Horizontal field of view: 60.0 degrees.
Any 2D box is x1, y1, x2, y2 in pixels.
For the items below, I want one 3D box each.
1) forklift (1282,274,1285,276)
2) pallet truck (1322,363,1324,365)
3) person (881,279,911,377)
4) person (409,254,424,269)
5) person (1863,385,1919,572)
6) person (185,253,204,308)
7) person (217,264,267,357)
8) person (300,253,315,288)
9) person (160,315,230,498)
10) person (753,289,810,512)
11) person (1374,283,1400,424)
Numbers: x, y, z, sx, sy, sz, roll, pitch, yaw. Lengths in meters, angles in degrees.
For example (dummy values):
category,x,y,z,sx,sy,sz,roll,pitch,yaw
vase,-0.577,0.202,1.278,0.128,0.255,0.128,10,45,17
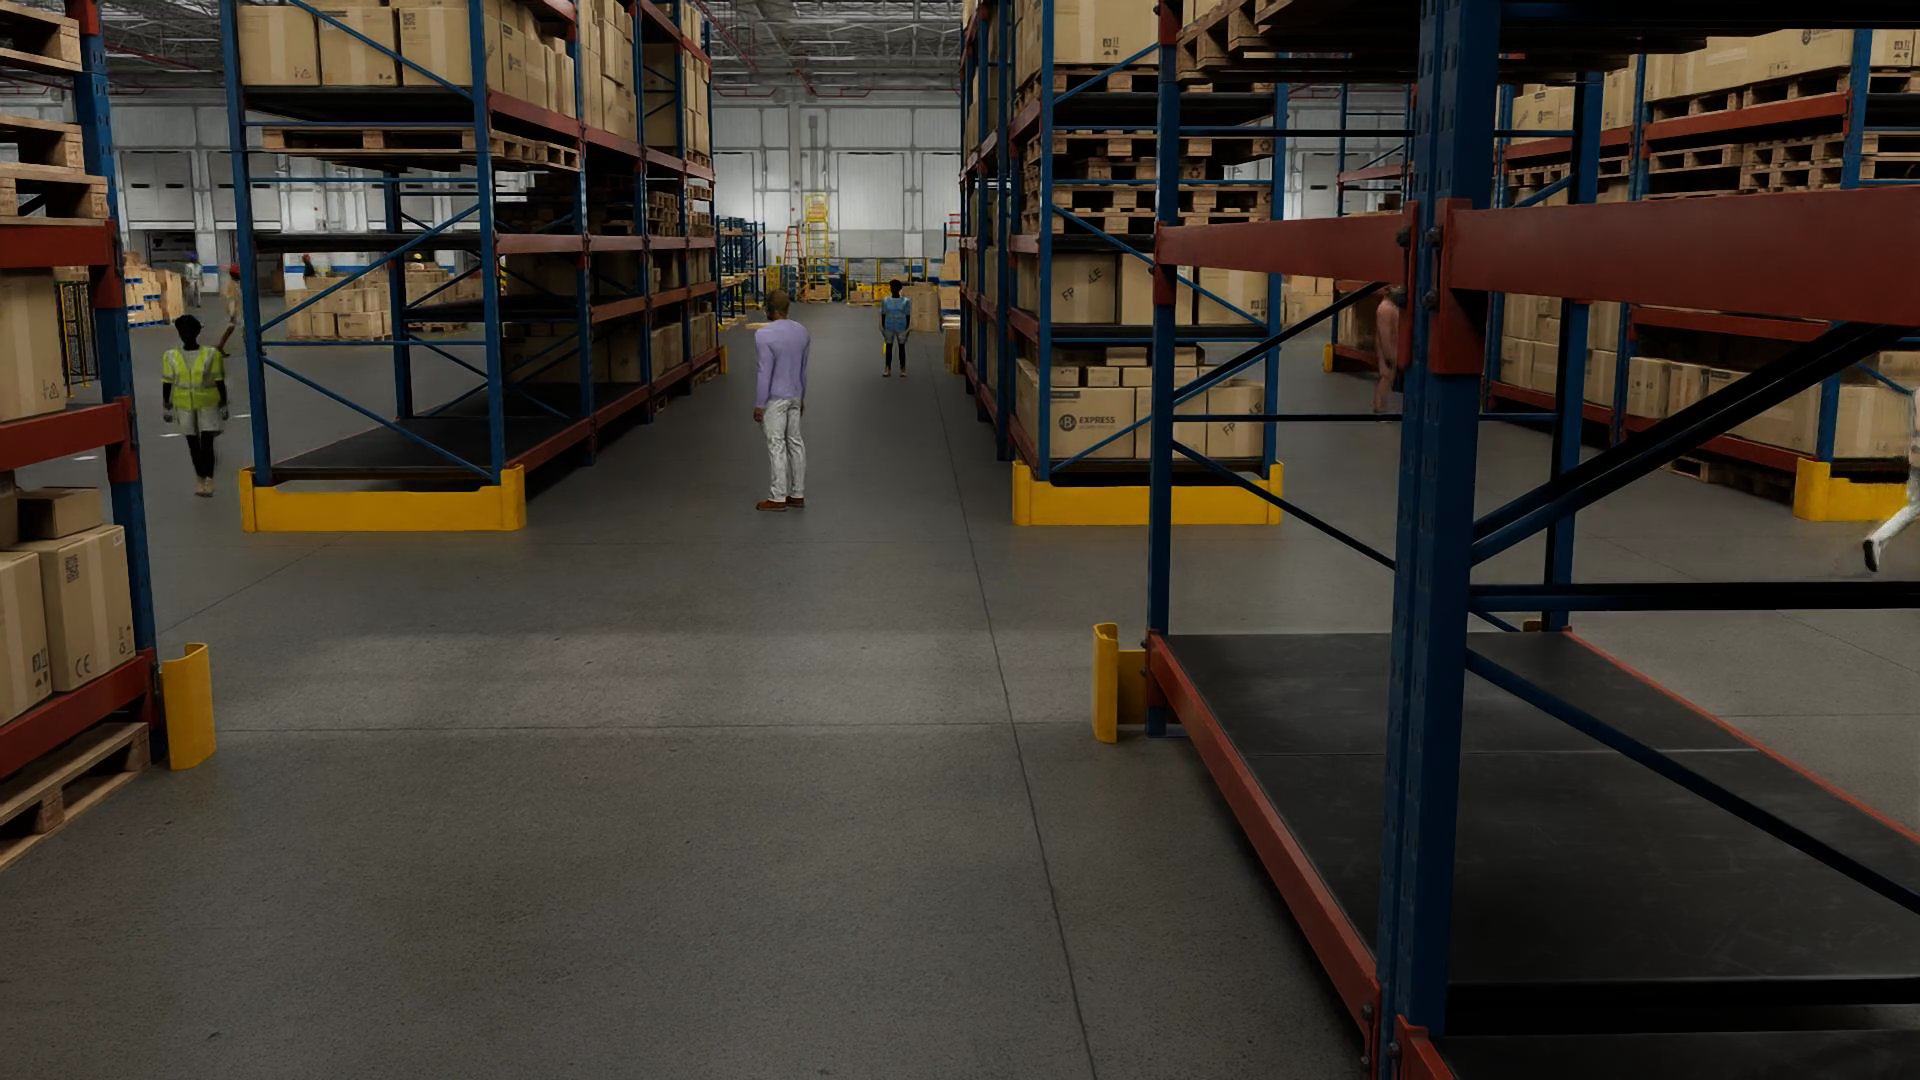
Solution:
category,x,y,z,sx,sy,sz,roll,pitch,yaw
forklift,12.154,-10.737,64.933,1.129,2.768,1.873,0,10,-2
pallet truck,7.712,-4.157,30.737,1.885,1.965,0.823,3,11,16
person,-1.119,-3.673,28.884,0.529,1.694,0.321,1,10,7
person,-18.919,-9.021,58.038,0.589,1.924,0.384,4,11,22
person,6.693,-0.517,11.498,0.654,1.622,0.519,-2,10,-10
person,-27.118,-9.191,58.958,0.437,1.929,0.636,10,14,43
person,-14.737,-4.651,33.813,0.989,1.889,0.564,-4,11,-20
person,-21.184,-8.391,54.396,0.793,1.976,0.630,-7,12,-32
person,-7.006,-1.203,15.171,0.552,1.664,0.779,-2,10,-9
person,-1.565,-1.213,14.503,0.360,1.937,0.635,7,12,34
person,5.617,-2.450,21.624,0.418,1.864,0.815,5,11,26
